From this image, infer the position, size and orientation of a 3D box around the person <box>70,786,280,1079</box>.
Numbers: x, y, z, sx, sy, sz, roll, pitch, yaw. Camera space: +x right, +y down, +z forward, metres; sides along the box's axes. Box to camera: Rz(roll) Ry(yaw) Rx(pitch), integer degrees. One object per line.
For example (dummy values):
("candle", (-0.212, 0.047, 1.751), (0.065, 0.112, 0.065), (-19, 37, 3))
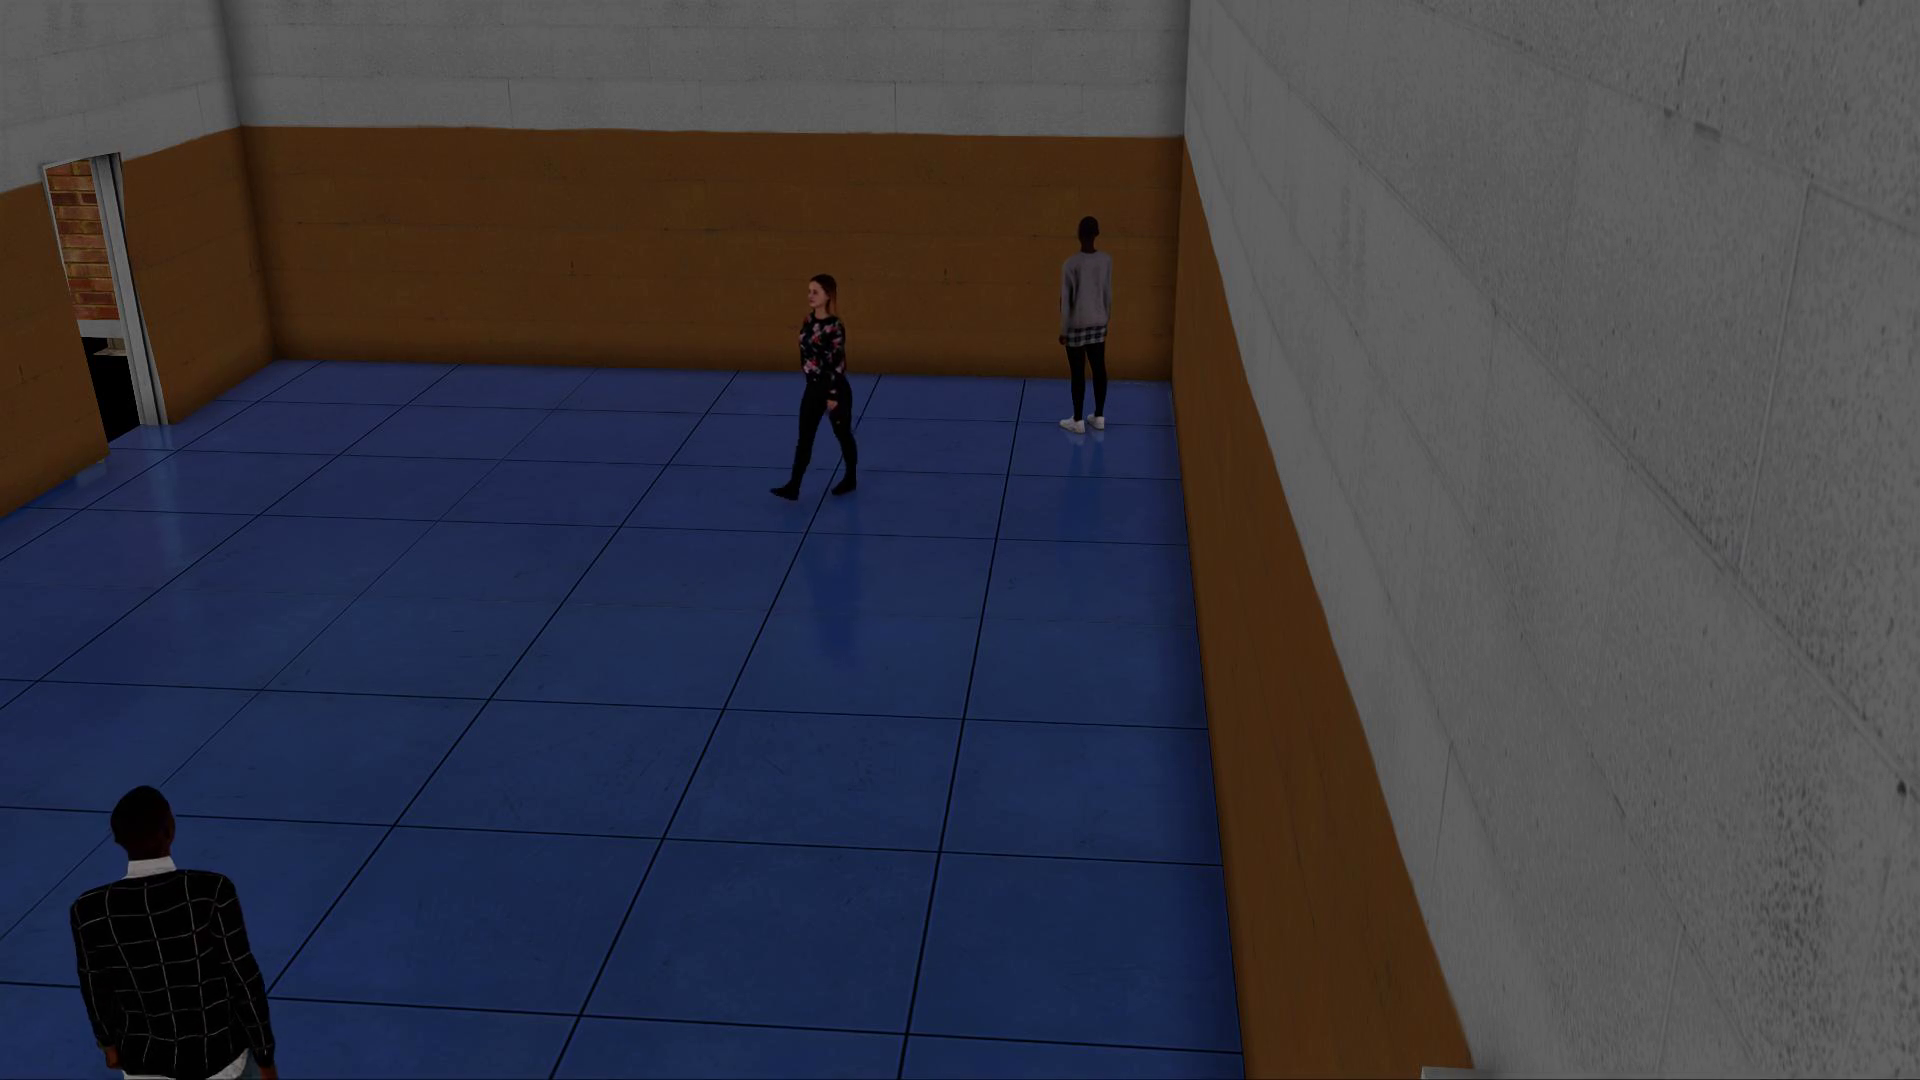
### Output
("person", (-2.369, 1.637, 5.066), (1.075, 1.790, 0.993), (-6, 23, -14))

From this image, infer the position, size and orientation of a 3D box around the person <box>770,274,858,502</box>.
("person", (-0.900, -1.096, 12.051), (1.005, 1.653, 1.008), (19, 28, 38))

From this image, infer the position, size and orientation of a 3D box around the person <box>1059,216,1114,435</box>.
("person", (1.031, -1.749, 13.518), (0.643, 1.771, 0.756), (-10, 24, -23))
